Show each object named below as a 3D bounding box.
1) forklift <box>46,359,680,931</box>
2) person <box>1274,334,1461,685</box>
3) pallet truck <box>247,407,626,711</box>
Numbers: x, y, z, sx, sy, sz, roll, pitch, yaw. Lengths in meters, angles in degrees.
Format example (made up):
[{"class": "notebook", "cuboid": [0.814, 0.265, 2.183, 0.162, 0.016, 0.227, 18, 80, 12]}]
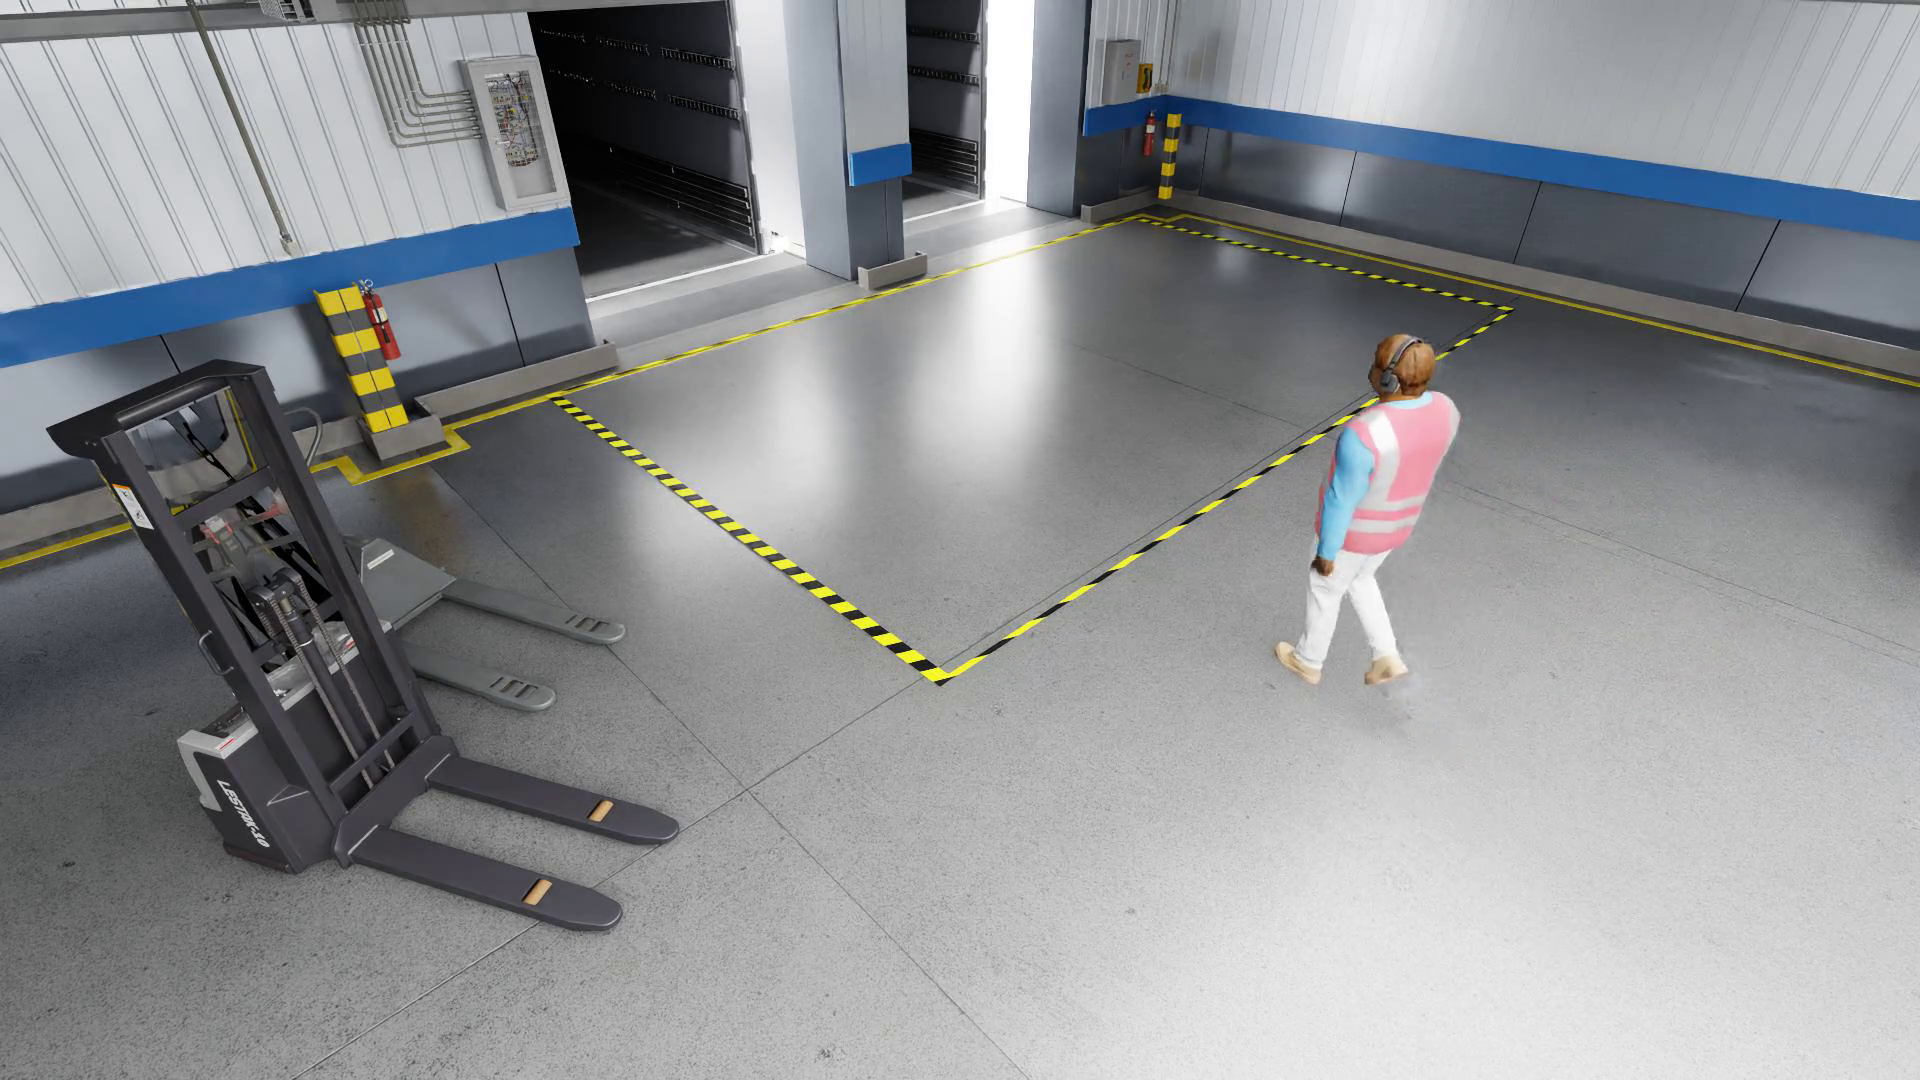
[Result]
[{"class": "forklift", "cuboid": [-2.135, 0.422, 3.354, 1.885, 1.965, 0.823, 10, 35, 14]}, {"class": "person", "cuboid": [1.875, -0.024, 4.154, 0.623, 1.828, 0.622, -15, 37, -21]}, {"class": "pallet truck", "cuboid": [-2.628, 0.038, 4.590, 1.601, 1.201, 0.680, 12, 36, 18]}]
